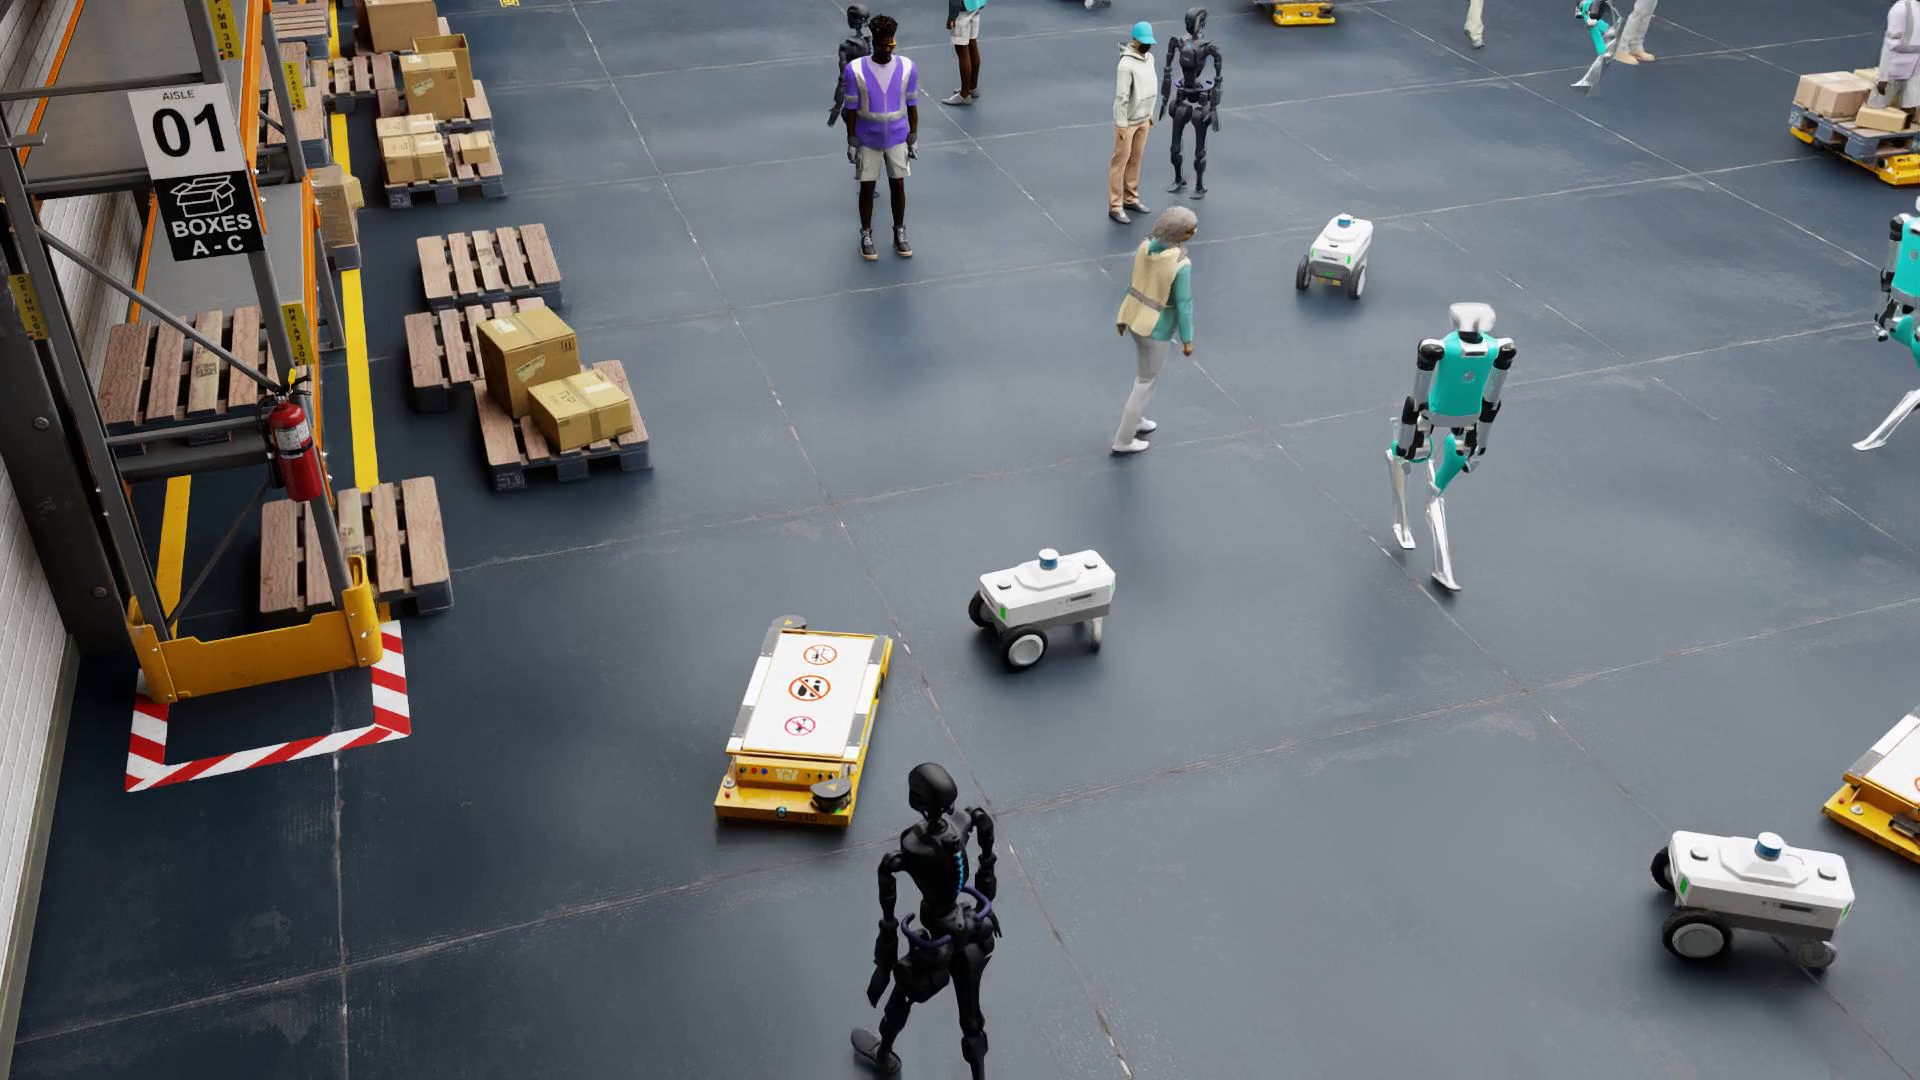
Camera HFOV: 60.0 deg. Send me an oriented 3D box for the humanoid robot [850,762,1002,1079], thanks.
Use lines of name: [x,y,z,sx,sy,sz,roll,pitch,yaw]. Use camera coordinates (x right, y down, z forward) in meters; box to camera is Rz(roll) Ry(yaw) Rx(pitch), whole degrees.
humanoid robot: [-0.111,1.481,6.312,0.609,1.634,0.657,-25,41,-33]

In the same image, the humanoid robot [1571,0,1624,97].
humanoid robot: [6.496,-5.314,16.721,0.704,1.856,0.533,1,33,1]

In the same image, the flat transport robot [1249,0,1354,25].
flat transport robot: [3.903,-6.358,19.610,0.659,0.231,1.431,-3,33,-5]

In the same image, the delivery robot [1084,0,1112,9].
delivery robot: [1.480,-6.702,19.894,0.499,0.614,0.808,-19,38,-26]

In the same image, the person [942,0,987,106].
person: [0.043,-5.267,16.408,0.431,1.940,0.552,13,35,20]

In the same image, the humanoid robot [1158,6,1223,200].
humanoid robot: [2.001,-3.766,14.343,0.600,1.652,0.359,21,39,29]

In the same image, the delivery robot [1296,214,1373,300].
delivery robot: [2.972,-2.239,13.042,0.499,0.608,0.786,15,36,21]

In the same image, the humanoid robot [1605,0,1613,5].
humanoid robot: [7.645,-7.004,19.311,0.542,1.838,0.746,7,34,11]

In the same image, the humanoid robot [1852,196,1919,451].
humanoid robot: [6.336,-1.427,10.720,0.985,1.758,0.552,-12,35,-18]

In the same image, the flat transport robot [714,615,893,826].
flat transport robot: [-0.769,0.893,8.489,0.659,0.231,1.431,4,33,5]

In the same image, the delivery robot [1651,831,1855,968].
delivery robot: [3.460,1.525,7.249,0.772,0.586,0.499,7,34,11]

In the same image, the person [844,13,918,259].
person: [-0.613,-3.199,13.221,0.602,1.958,0.377,-8,34,-12]

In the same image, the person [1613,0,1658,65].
person: [7.337,-5.986,17.597,0.485,1.857,0.388,-25,41,-33]

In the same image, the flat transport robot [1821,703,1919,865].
flat transport robot: [4.881,1.131,8.124,1.431,0.231,0.659,-25,41,-33]

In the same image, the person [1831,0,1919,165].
person: [8.347,-4.197,14.795,0.552,1.909,0.839,-10,34,-15]

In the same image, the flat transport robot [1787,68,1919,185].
flat transport robot: [8.488,-3.654,15.463,0.659,0.231,1.431,-8,34,-13]

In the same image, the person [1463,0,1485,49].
person: [5.770,-6.283,18.088,0.576,1.809,0.867,-5,33,-8]

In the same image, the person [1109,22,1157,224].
person: [1.470,-3.509,13.954,0.380,1.672,0.463,27,41,34]

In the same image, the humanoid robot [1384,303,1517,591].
humanoid robot: [2.694,-0.600,9.450,0.542,1.768,0.910,-3,33,-4]

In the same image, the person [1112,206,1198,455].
person: [1.217,-1.314,10.574,0.537,1.681,0.483,-16,36,-23]

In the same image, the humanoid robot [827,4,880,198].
humanoid robot: [-0.876,-3.802,14.403,0.420,1.650,0.599,22,39,30]

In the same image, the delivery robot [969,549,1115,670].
delivery robot: [0.464,0.330,9.083,0.748,0.587,0.524,-13,35,-19]
